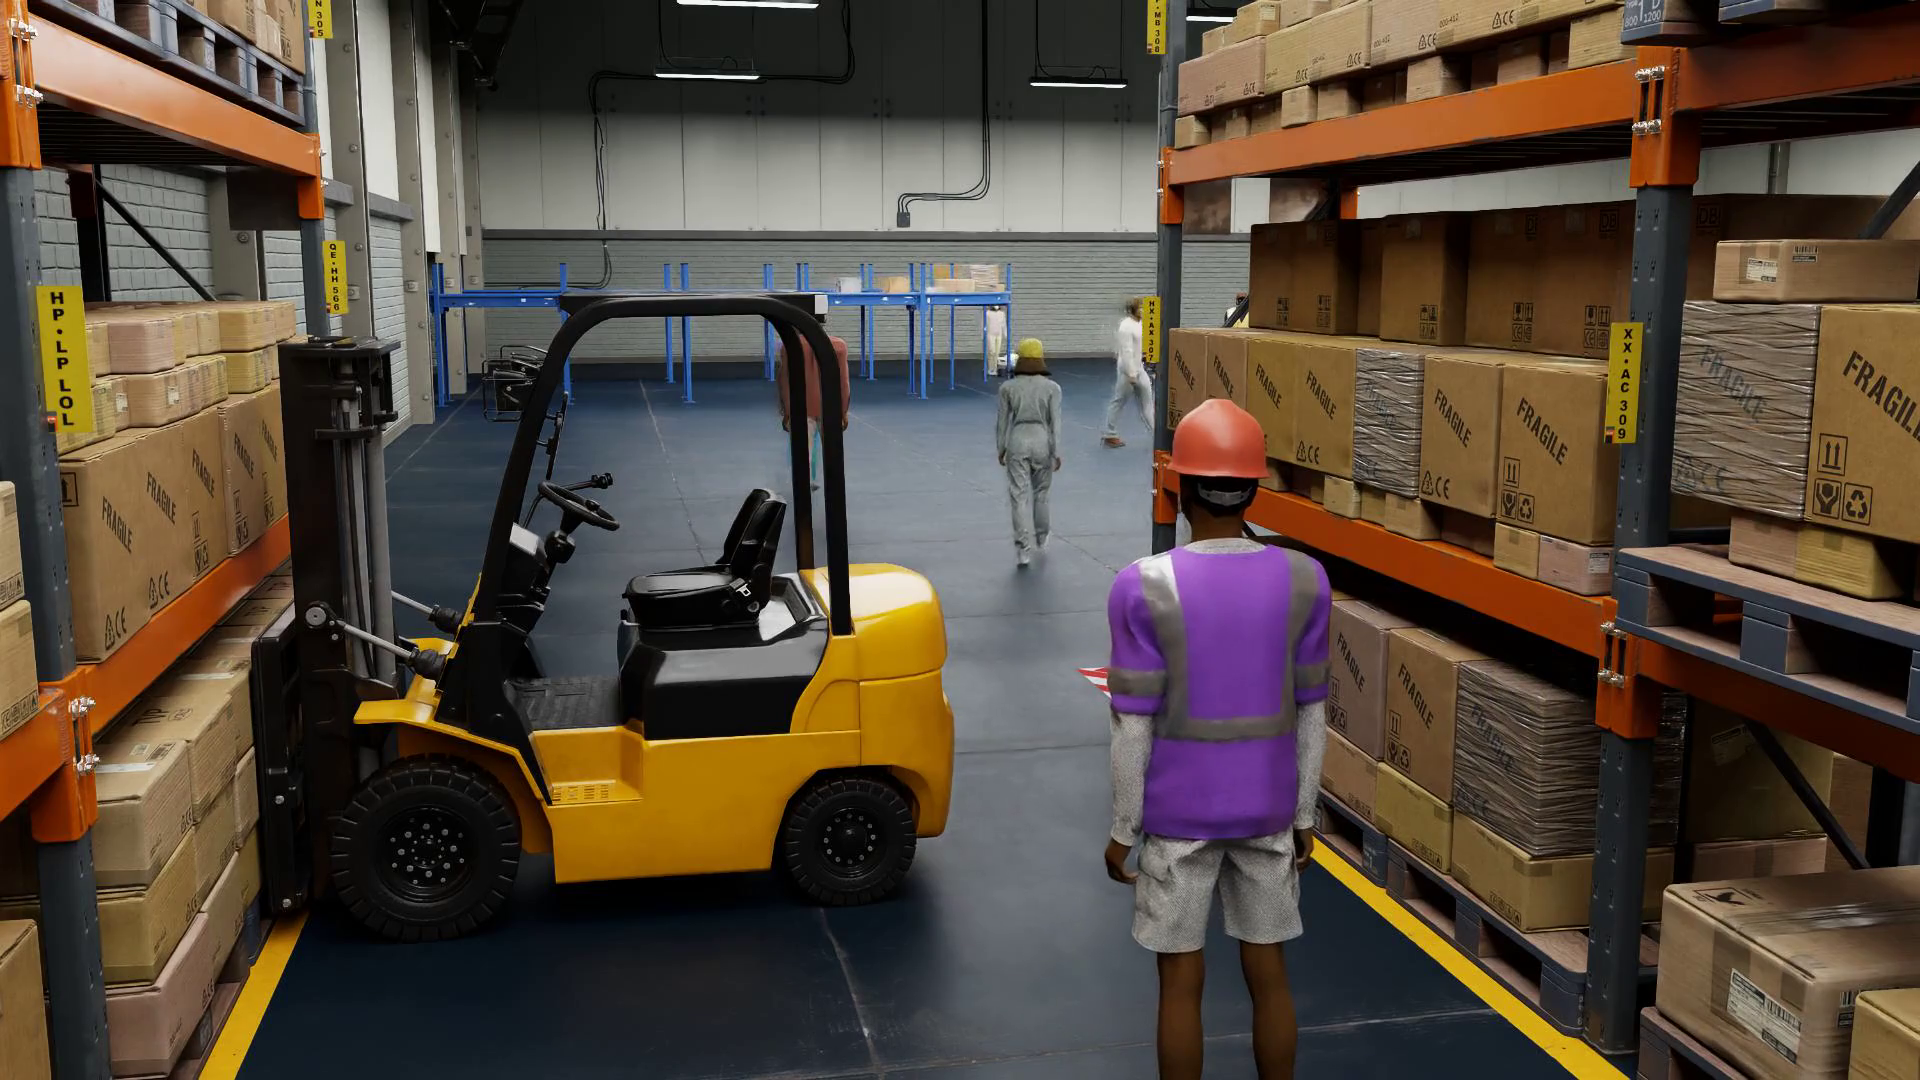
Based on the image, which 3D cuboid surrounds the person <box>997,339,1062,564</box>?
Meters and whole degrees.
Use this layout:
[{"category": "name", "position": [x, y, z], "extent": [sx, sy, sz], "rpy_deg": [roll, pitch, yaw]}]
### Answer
[{"category": "person", "position": [0.535, -0.700, 12.835], "extent": [0.508, 1.689, 0.889], "rpy_deg": [1, 9, 6]}]

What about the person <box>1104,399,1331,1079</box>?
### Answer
[{"category": "person", "position": [0.602, 0.633, 4.001], "extent": [0.547, 1.938, 0.377], "rpy_deg": [-2, 9, -11]}]

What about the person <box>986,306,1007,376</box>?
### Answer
[{"category": "person", "position": [0.756, -4.208, 34.494], "extent": [0.502, 1.617, 0.491], "rpy_deg": [-6, 11, -31]}]

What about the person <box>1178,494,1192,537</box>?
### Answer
[{"category": "person", "position": [1.429, -0.260, 9.814], "extent": [0.642, 1.818, 0.625], "rpy_deg": [-5, 10, -27]}]

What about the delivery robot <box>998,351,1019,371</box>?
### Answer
[{"category": "delivery robot", "position": [1.081, -3.640, 34.099], "extent": [0.477, 0.478, 0.707], "rpy_deg": [-6, 11, -30]}]

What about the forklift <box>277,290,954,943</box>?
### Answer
[{"category": "forklift", "position": [-1.179, 0.175, 6.143], "extent": [2.313, 2.155, 1.214], "rpy_deg": [-2, 10, -12]}]

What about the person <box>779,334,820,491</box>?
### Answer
[{"category": "person", "position": [-1.527, -1.418, 16.813], "extent": [0.605, 1.828, 0.490], "rpy_deg": [3, 10, 19]}]

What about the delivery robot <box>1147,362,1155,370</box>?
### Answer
[{"category": "delivery robot", "position": [3.619, -3.298, 31.221], "extent": [0.698, 0.223, 0.335], "rpy_deg": [-4, 10, -24]}]

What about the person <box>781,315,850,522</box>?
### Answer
[{"category": "person", "position": [-1.275, -1.141, 14.668], "extent": [0.611, 1.985, 0.393], "rpy_deg": [-1, 9, -8]}]

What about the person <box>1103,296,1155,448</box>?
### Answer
[{"category": "person", "position": [2.226, -2.076, 20.665], "extent": [1.035, 1.879, 0.647], "rpy_deg": [6, 11, 31]}]

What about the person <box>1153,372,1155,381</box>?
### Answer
[{"category": "person", "position": [4.061, -3.884, 32.416], "extent": [0.537, 1.648, 0.897], "rpy_deg": [-8, 12, -41]}]

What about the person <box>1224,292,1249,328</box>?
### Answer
[{"category": "person", "position": [4.661, -3.185, 27.567], "extent": [0.627, 1.844, 0.429], "rpy_deg": [2, 10, 12]}]
